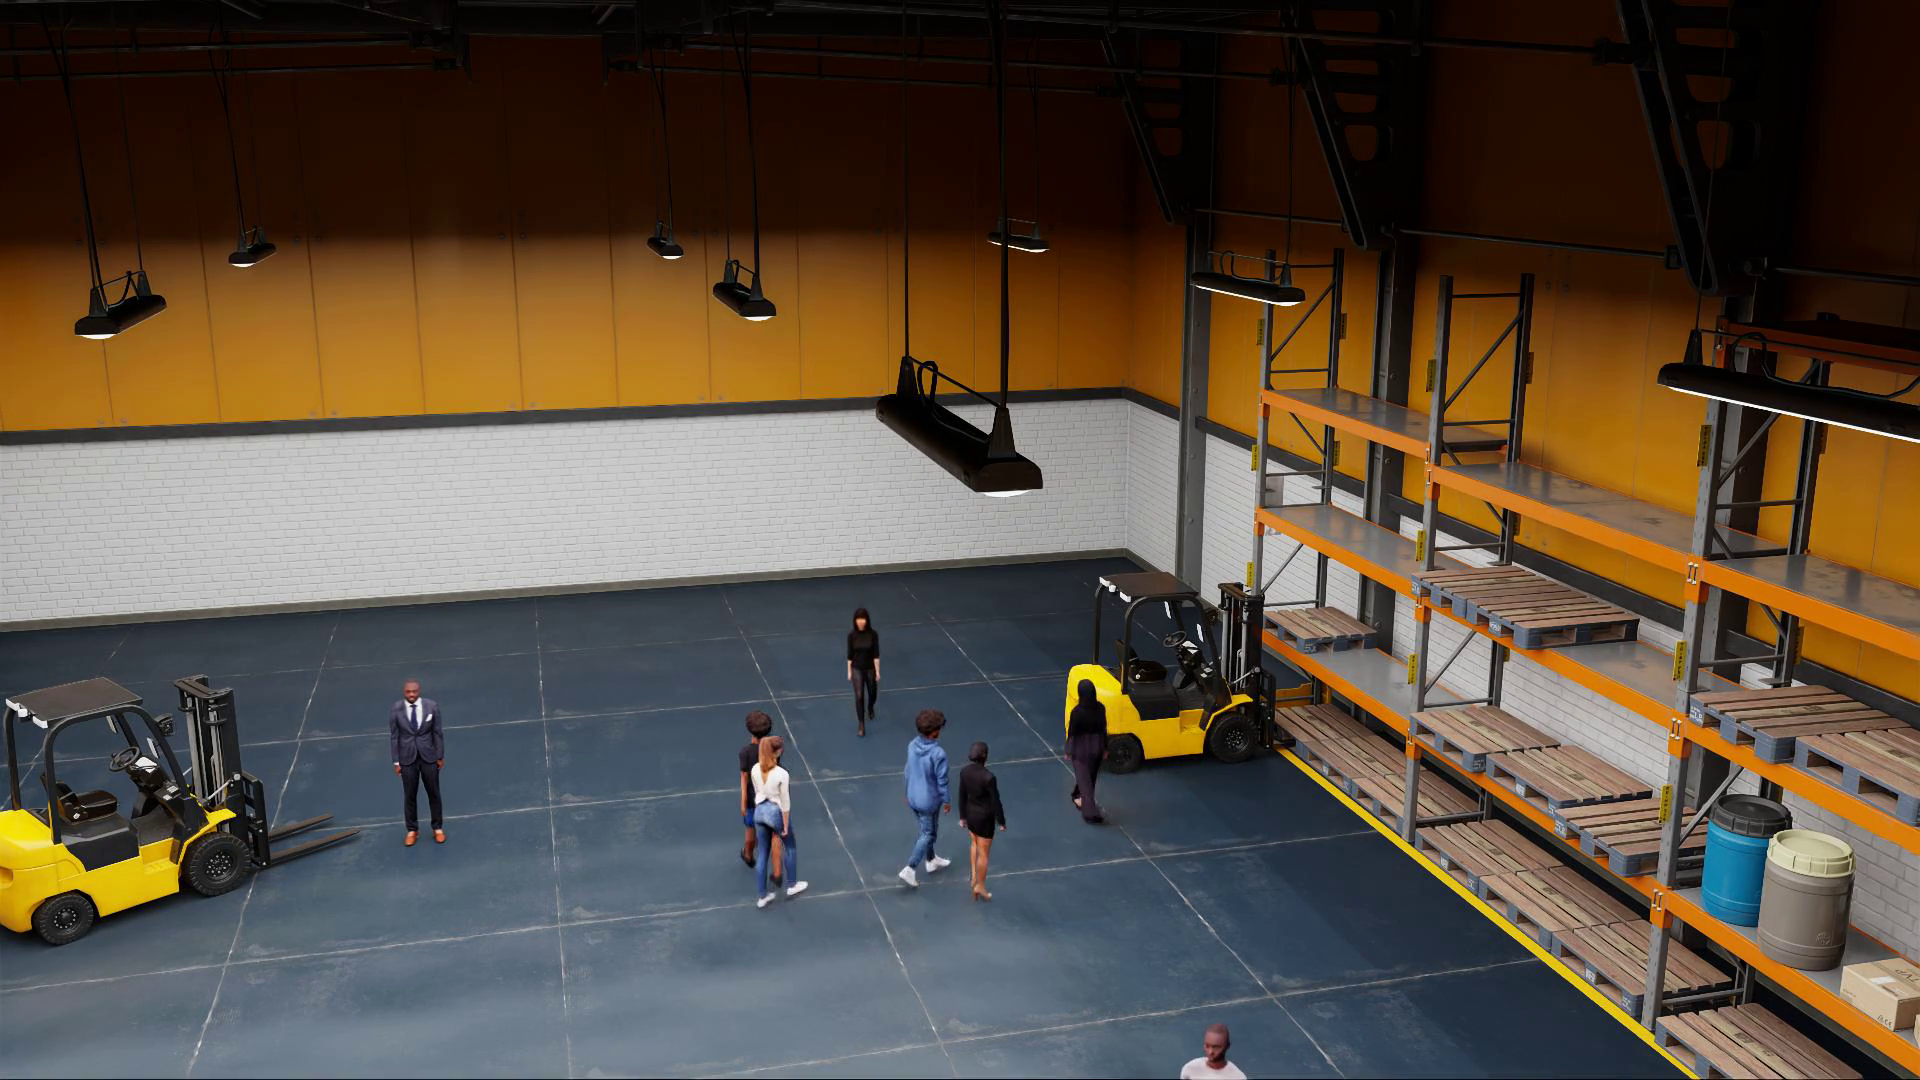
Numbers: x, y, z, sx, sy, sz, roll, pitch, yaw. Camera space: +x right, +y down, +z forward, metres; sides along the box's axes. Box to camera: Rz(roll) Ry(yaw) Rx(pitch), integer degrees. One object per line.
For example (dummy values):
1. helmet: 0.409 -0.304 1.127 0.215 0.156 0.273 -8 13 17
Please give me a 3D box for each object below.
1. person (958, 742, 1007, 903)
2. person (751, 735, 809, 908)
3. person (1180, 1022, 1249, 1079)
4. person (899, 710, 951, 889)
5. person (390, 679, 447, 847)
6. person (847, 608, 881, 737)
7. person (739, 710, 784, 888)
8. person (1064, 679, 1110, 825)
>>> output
1. person: 0.157 2.771 16.204 0.684 1.628 0.769 13 19 43
2. person: -1.879 2.750 16.133 0.873 1.704 0.944 6 15 24
3. person: 1.682 3.969 10.979 0.730 1.760 0.790 8 16 28
4. person: -0.393 2.592 16.608 1.109 1.787 1.066 13 19 43
5. person: -5.743 2.326 17.638 0.681 1.818 0.574 -4 14 -16
6. person: -1.214 1.621 20.949 0.655 1.631 0.857 -1 14 -4
7. person: -1.942 2.613 16.598 0.814 1.751 1.211 -7 15 -26
8. person: 1.433 2.312 18.140 0.751 1.609 0.979 -7 15 -26
